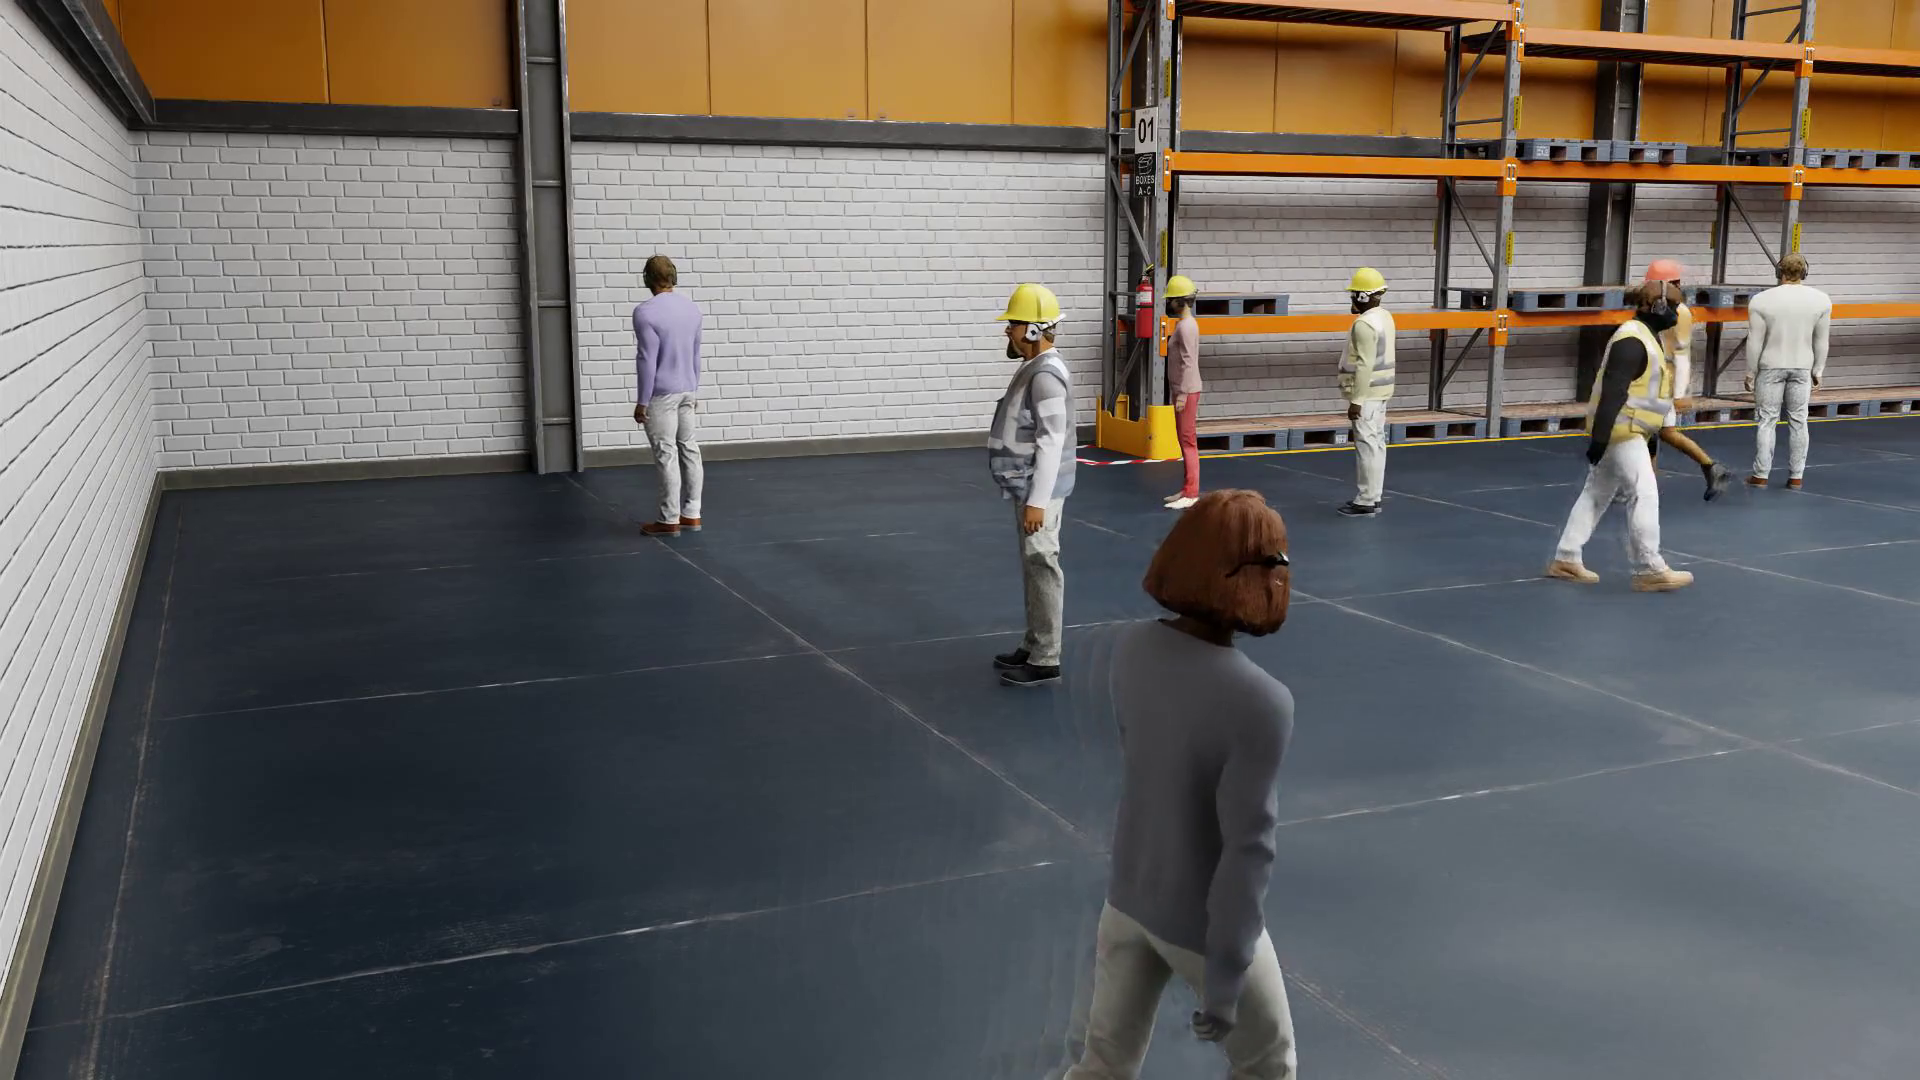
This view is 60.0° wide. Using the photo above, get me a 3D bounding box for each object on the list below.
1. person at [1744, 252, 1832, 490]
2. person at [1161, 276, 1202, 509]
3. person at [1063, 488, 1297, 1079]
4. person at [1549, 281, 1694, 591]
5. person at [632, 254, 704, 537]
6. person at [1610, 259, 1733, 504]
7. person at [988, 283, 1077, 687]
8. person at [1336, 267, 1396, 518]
[{"bbox_3d":[6.734,-1.373,13.595,0.631,1.940,0.372,2,10,11],"label":"person"},{"bbox_3d":[1.677,-1.118,12.660,0.329,1.765,0.533,1,10,8],"label":"person"},{"bbox_3d":[0.366,0.696,3.030,0.813,1.595,0.503,-7,12,-33],"label":"person"},{"bbox_3d":[3.922,-0.604,9.706,0.901,1.791,0.649,5,11,25],"label":"person"},{"bbox_3d":[-2.014,-0.988,11.456,0.375,1.936,0.628,6,12,30],"label":"person"},{"bbox_3d":[5.508,-1.200,12.771,0.887,1.901,0.559,1,10,8],"label":"person"},{"bbox_3d":[0.329,-0.248,7.618,0.403,1.834,0.589,0,10,-1],"label":"person"},{"bbox_3d":[2.984,-1.081,12.256,0.404,1.834,0.592,6,12,29],"label":"person"}]
